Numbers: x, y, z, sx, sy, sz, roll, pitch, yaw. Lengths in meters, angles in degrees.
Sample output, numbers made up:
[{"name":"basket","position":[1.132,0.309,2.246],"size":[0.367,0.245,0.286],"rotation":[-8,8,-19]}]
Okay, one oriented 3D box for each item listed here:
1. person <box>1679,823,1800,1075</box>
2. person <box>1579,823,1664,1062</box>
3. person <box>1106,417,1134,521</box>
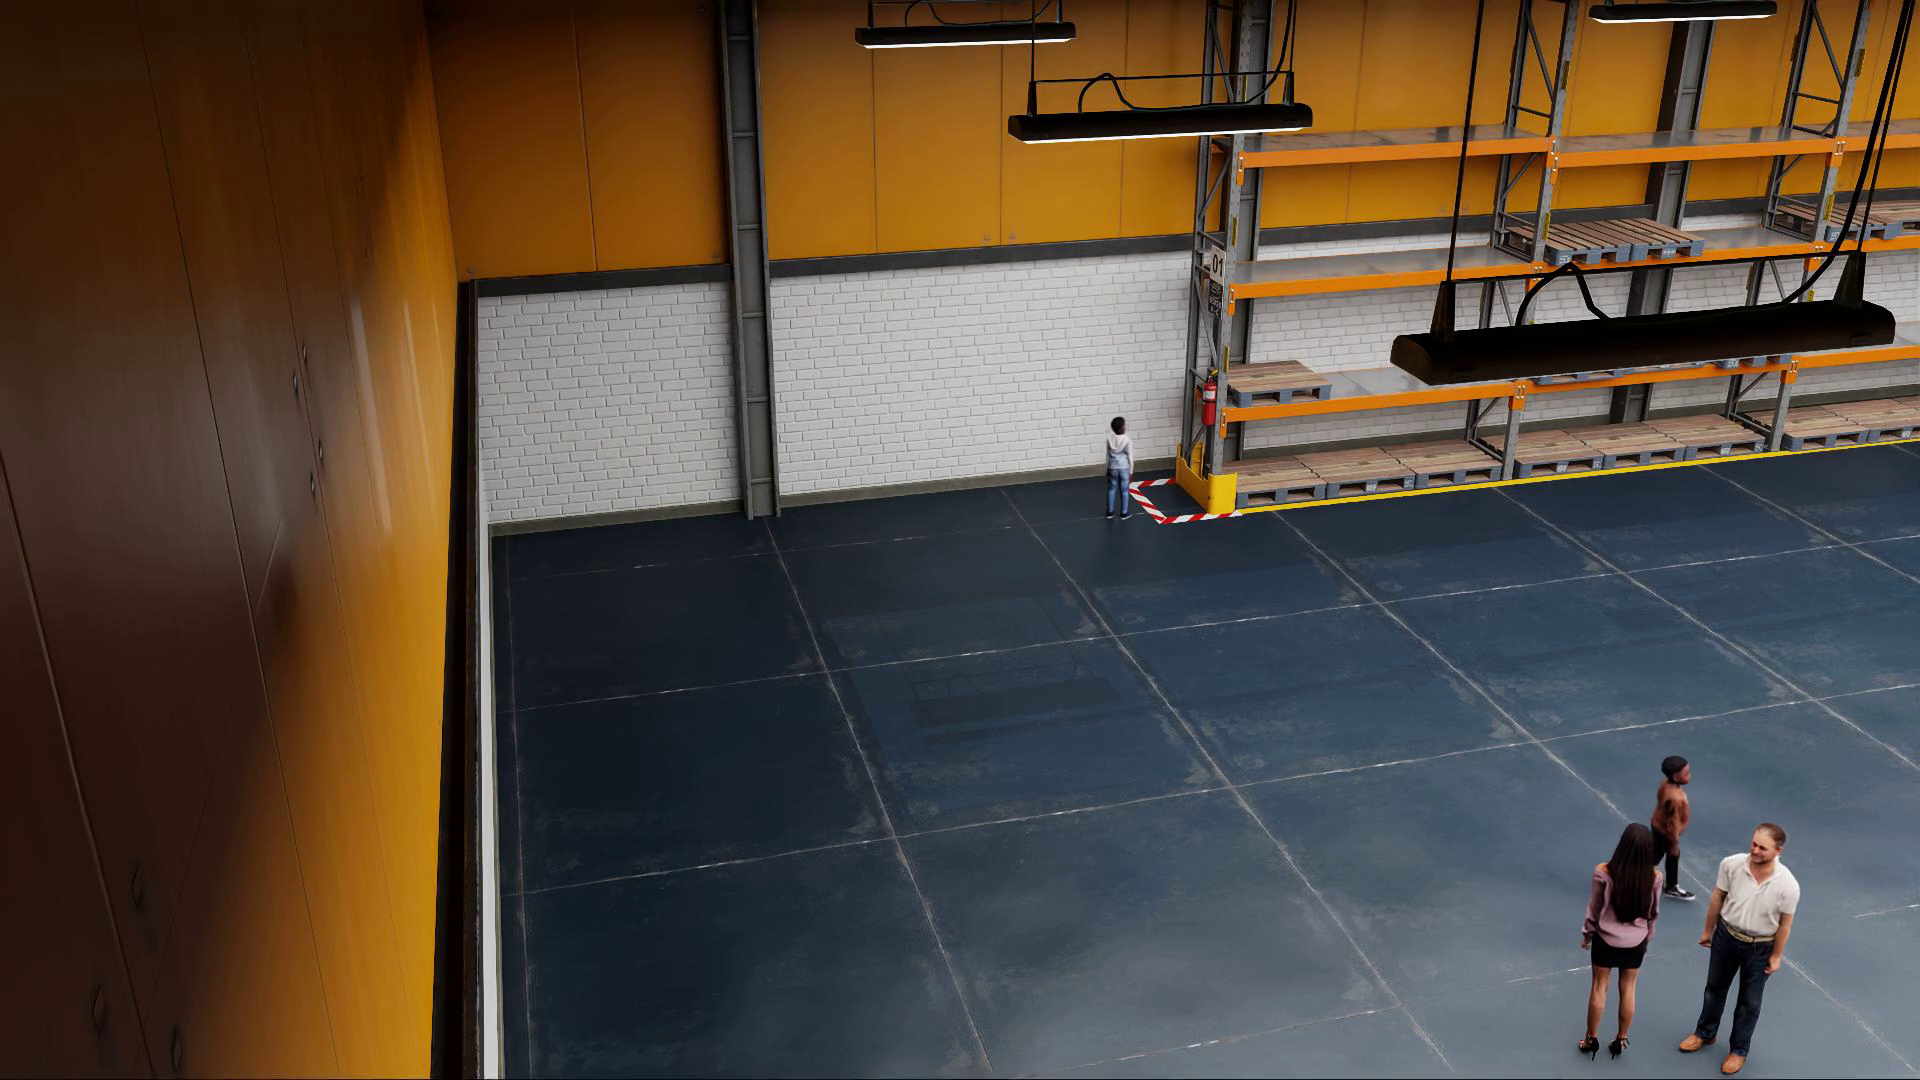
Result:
[{"name":"person","position":[5.195,2.648,10.982],"size":[0.734,1.856,0.751],"rotation":[-19,30,-37]},{"name":"person","position":[4.358,2.666,10.997],"size":[0.615,1.811,0.748],"rotation":[4,24,10]},{"name":"person","position":[1.881,-0.859,19.750],"size":[0.550,1.259,0.624],"rotation":[8,25,18]}]
